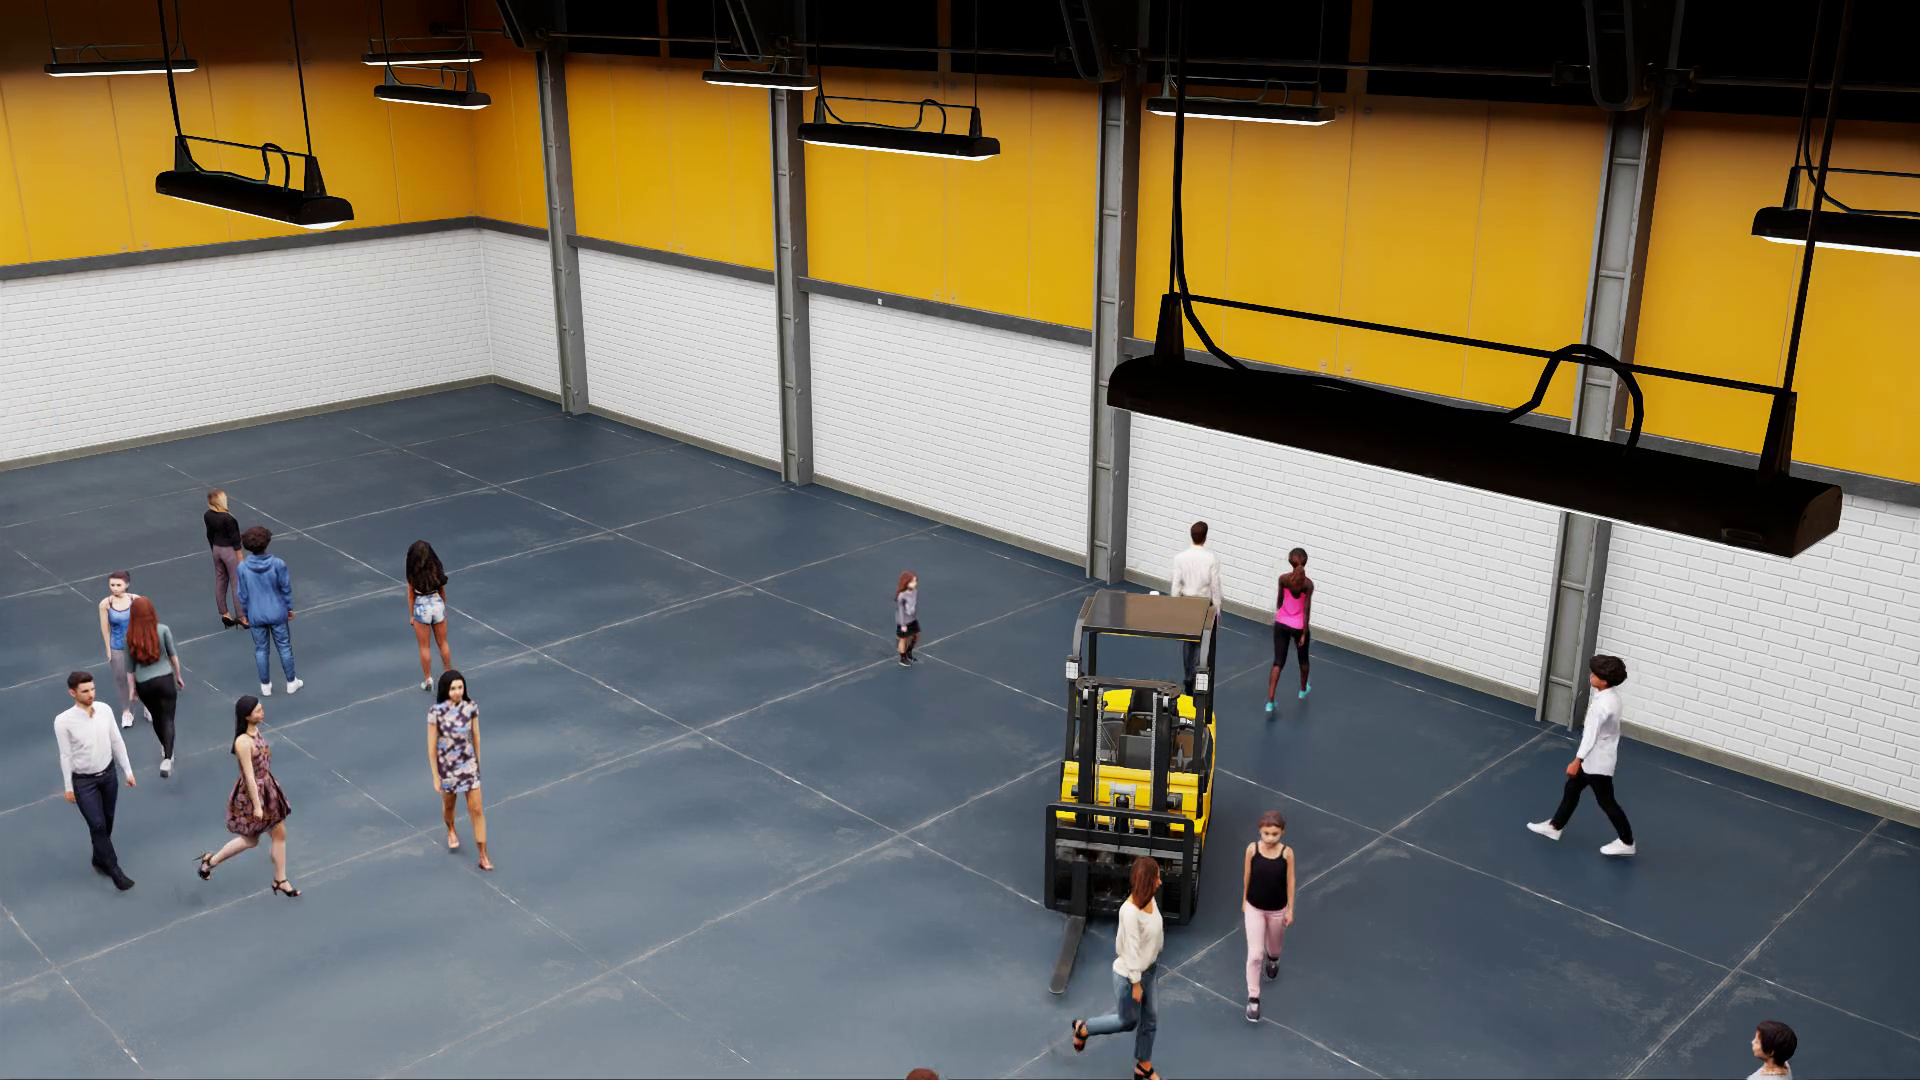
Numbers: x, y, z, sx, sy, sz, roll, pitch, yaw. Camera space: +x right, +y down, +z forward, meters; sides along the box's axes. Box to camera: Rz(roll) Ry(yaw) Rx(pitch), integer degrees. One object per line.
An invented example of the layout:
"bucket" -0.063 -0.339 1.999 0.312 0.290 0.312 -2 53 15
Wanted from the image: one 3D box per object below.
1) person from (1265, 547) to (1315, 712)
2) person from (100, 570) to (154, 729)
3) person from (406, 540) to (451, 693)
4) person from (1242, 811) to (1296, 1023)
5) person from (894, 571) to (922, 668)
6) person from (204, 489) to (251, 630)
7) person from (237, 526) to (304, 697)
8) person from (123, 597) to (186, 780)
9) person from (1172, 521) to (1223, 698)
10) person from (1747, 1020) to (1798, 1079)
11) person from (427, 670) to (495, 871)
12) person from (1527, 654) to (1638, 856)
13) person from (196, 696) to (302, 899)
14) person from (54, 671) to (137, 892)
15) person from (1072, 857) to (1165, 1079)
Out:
"person" 3.310 0.938 16.796 1.087 1.686 0.862 9 21 26
"person" -8.281 1.061 16.553 0.602 1.609 0.592 -12 22 -32
"person" -5.537 0.786 17.351 0.555 1.621 0.567 -16 25 -40
"person" 2.219 2.630 12.003 0.986 1.540 0.932 3 19 10
"person" -0.615 0.833 18.028 0.468 1.100 0.470 17 25 40
"person" -8.367 0.217 18.962 0.590 1.671 0.729 8 20 22
"person" -7.173 0.731 17.221 0.756 1.809 0.758 -4 19 -12
"person" -7.433 1.393 15.397 0.884 1.717 1.179 -9 21 -24
"person" 2.425 0.746 17.124 1.092 1.842 1.002 7 20 19
"person" 4.660 3.471 9.517 0.993 1.533 0.700 11 22 30
"person" -4.253 1.900 13.945 0.819 1.684 1.195 -10 21 -28
"person" 5.441 1.850 13.962 1.211 1.767 0.901 9 20 24
"person" -5.701 2.093 13.263 1.034 1.753 1.042 -2 19 -6
"person" -7.131 1.920 13.628 1.078 1.849 0.773 13 22 33
"person" 1.093 2.872 11.101 1.001 1.657 0.775 11 21 29
